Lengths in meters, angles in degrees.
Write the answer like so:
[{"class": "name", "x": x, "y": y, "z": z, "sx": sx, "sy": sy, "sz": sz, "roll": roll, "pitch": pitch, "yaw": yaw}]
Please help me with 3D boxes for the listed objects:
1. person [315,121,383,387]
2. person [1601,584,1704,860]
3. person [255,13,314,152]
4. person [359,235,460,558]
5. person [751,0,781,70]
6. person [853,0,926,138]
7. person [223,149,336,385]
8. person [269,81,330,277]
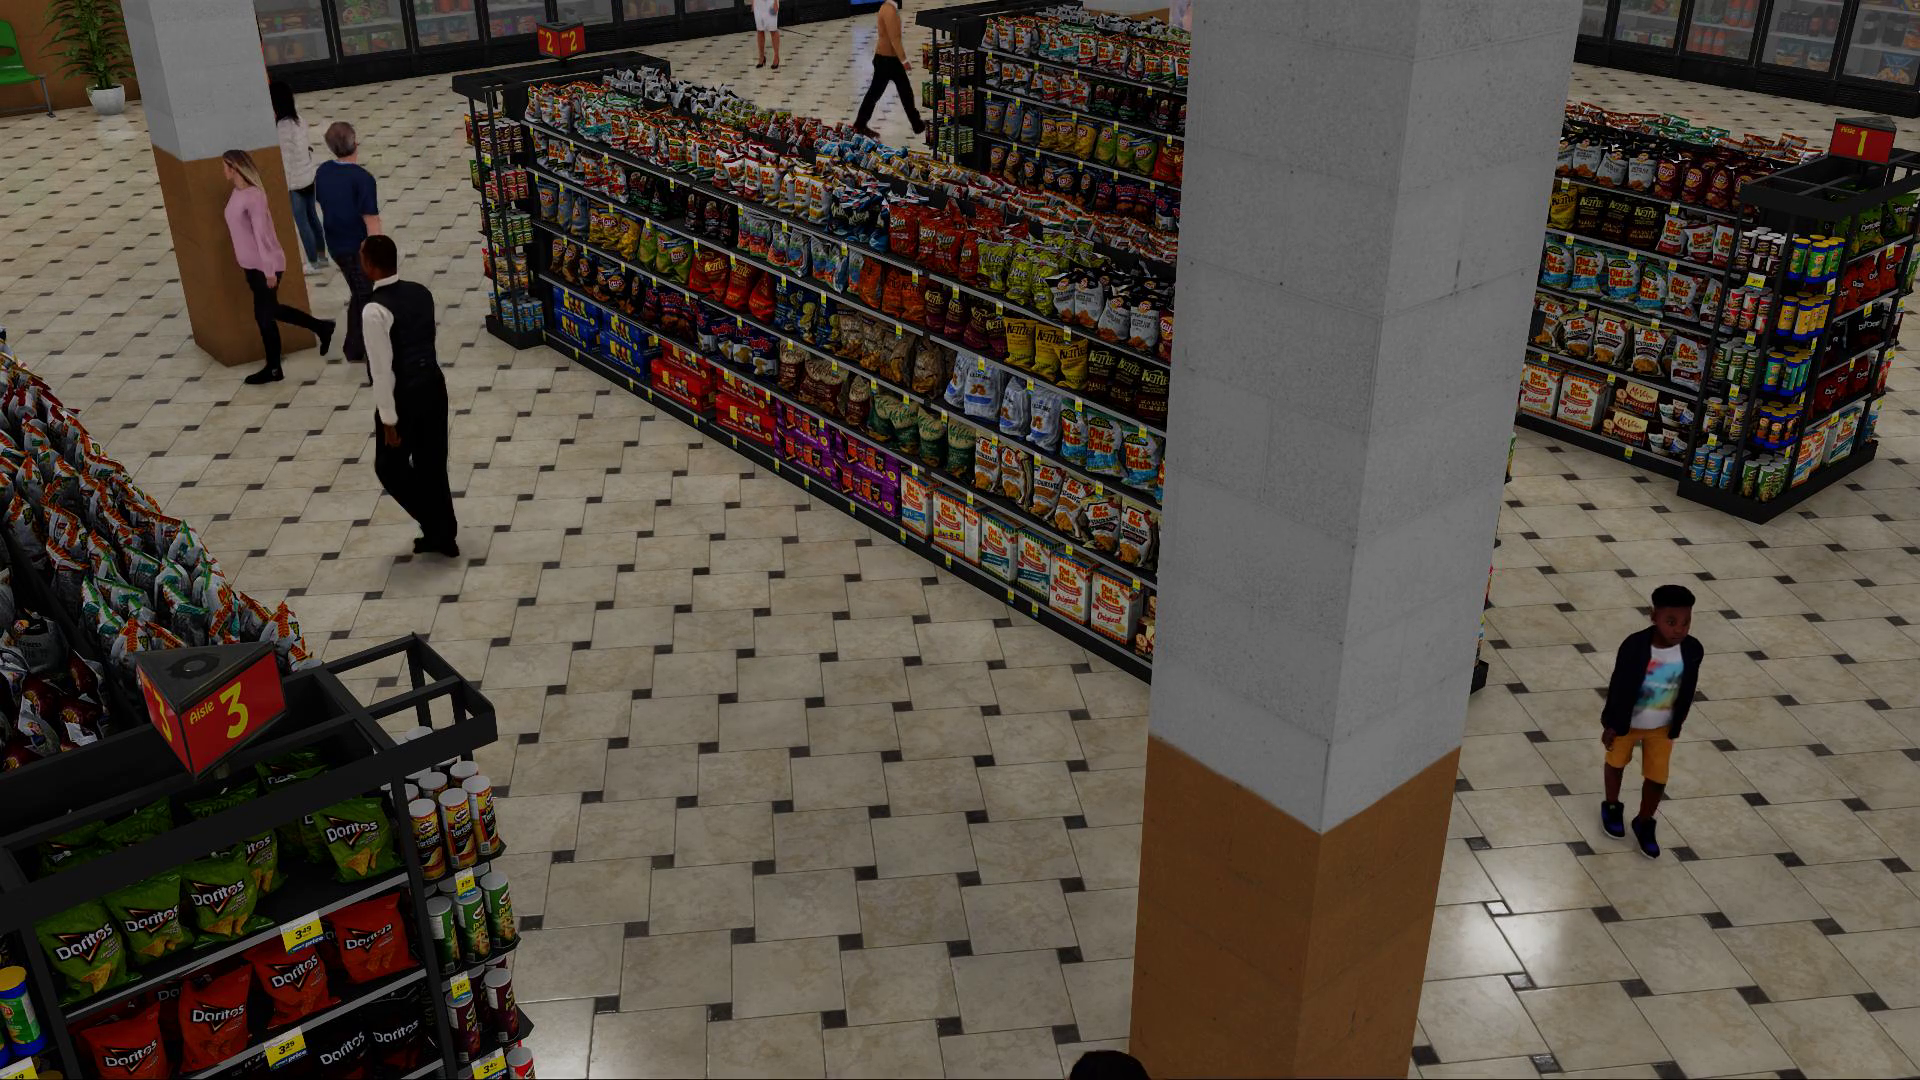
[{"class": "person", "x": -4.386, "y": -2.026, "z": 11.898, "sx": 0.794, "sy": 1.844, "sz": 0.899, "roll": 17, "pitch": 32, "yaw": 30}, {"class": "person", "x": 2.922, "y": 0.712, "z": 7.145, "sx": 0.649, "sy": 1.258, "sz": 0.711, "roll": 5, "pitch": 27, "yaw": 9}, {"class": "person", "x": -7.169, "y": -4.630, "z": 17.156, "sx": 0.950, "sy": 1.732, "sz": 1.026, "roll": -6, "pitch": 28, "yaw": -12}, {"class": "person", "x": -3.016, "y": -0.758, "z": 9.324, "sx": 0.835, "sy": 1.910, "sz": 0.822, "roll": 15, "pitch": 30, "yaw": 26}, {"class": "person", "x": -2.598, "y": -7.198, "z": 22.203, "sx": 0.620, "sy": 1.748, "sz": 0.705, "roll": 6, "pitch": 28, "yaw": 12}, {"class": "person", "x": -0.876, "y": -5.313, "z": 18.534, "sx": 1.243, "sy": 1.703, "sz": 1.182, "roll": 2, "pitch": 27, "yaw": 4}, {"class": "person", "x": -4.959, "y": -1.995, "z": 12.033, "sx": 0.658, "sy": 1.666, "sz": 0.898, "roll": -23, "pitch": 35, "yaw": -37}, {"class": "person", "x": -5.666, "y": -3.103, "z": 14.252, "sx": 0.776, "sy": 1.635, "sz": 0.693, "roll": -1, "pitch": 27, "yaw": -2}]
